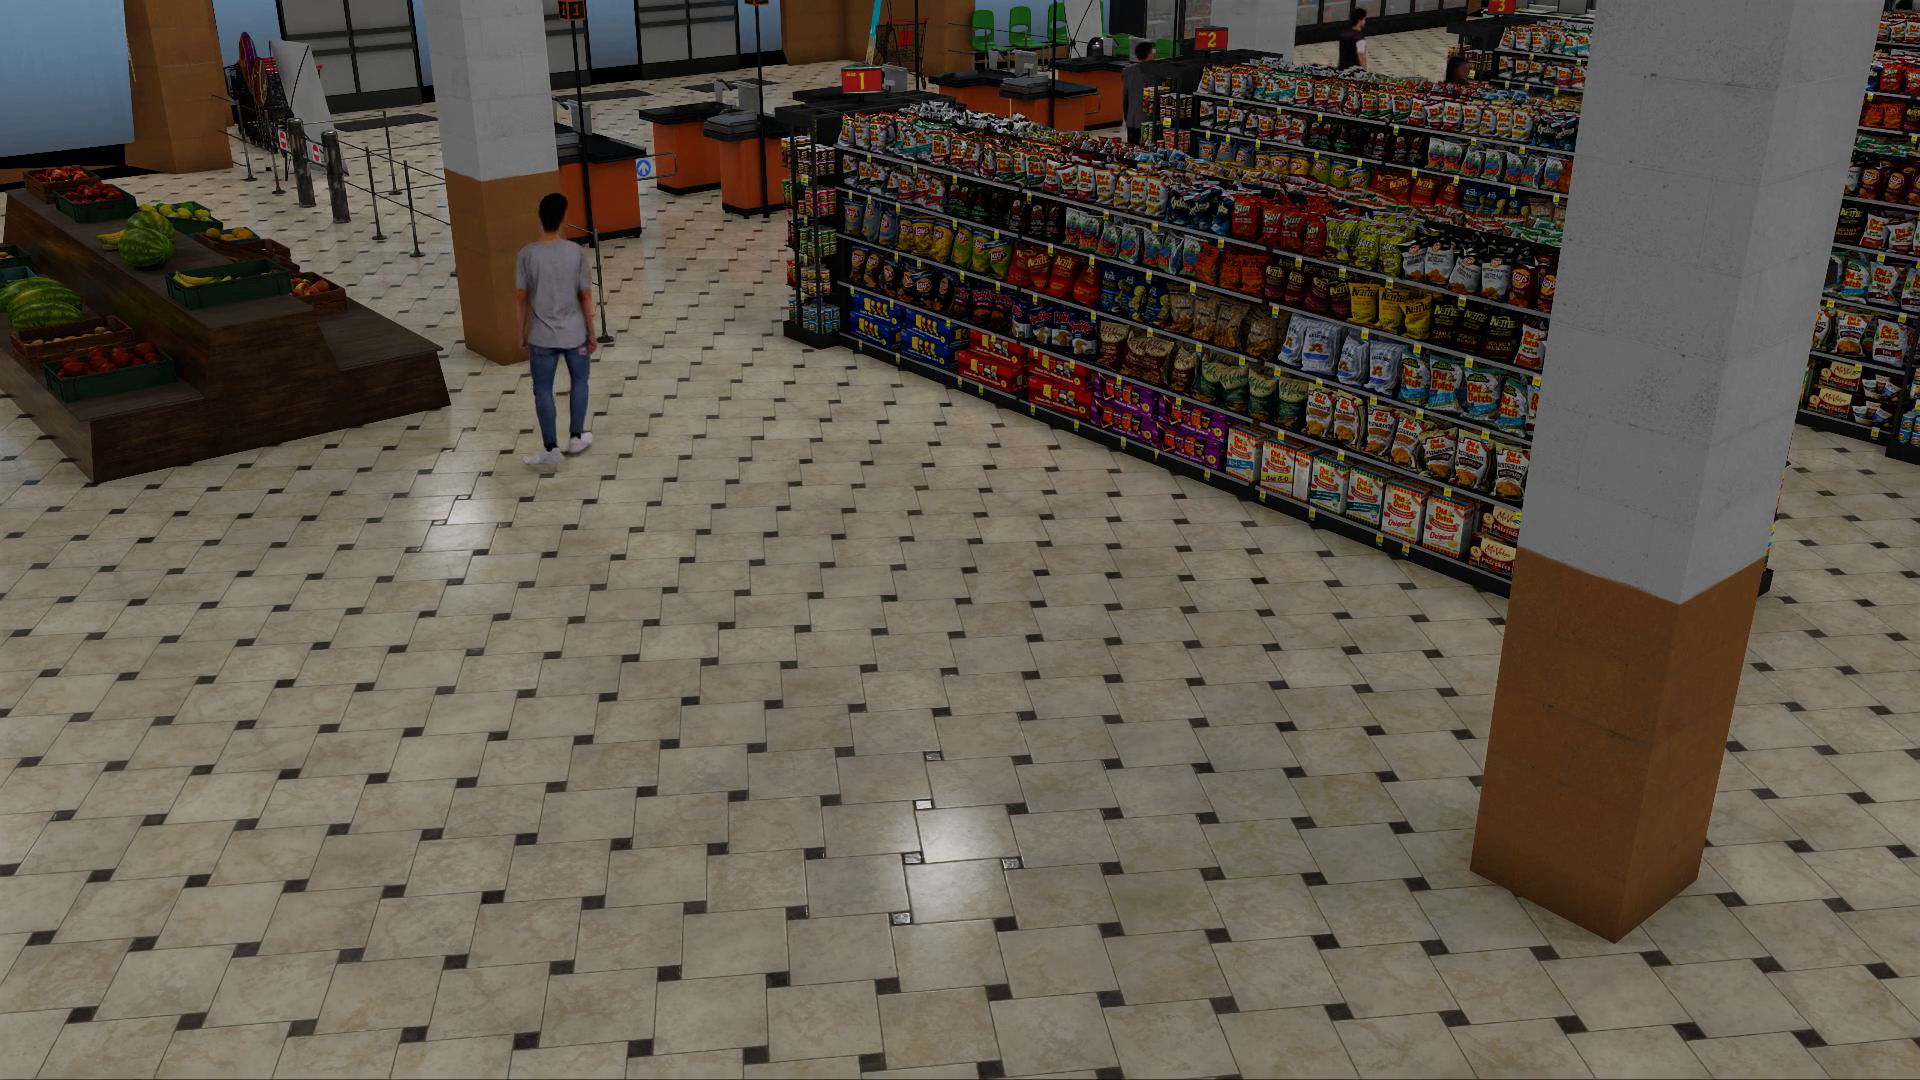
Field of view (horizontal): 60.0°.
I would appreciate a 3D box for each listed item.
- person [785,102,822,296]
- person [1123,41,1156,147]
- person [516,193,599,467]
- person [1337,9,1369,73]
[{"bbox_3d":[-1.286,-3.208,15.713,0.915,1.832,0.825,19,30,37],"label":"person"},{"bbox_3d":[2.132,-4.886,19.495,0.751,1.875,0.549,-21,31,-40],"label":"person"},{"bbox_3d":[-2.833,-1.449,11.661,0.932,1.859,0.978,-8,25,-18],"label":"person"},{"bbox_3d":[5.277,-6.298,22.815,1.052,1.801,1.209,-7,25,-16],"label":"person"}]
